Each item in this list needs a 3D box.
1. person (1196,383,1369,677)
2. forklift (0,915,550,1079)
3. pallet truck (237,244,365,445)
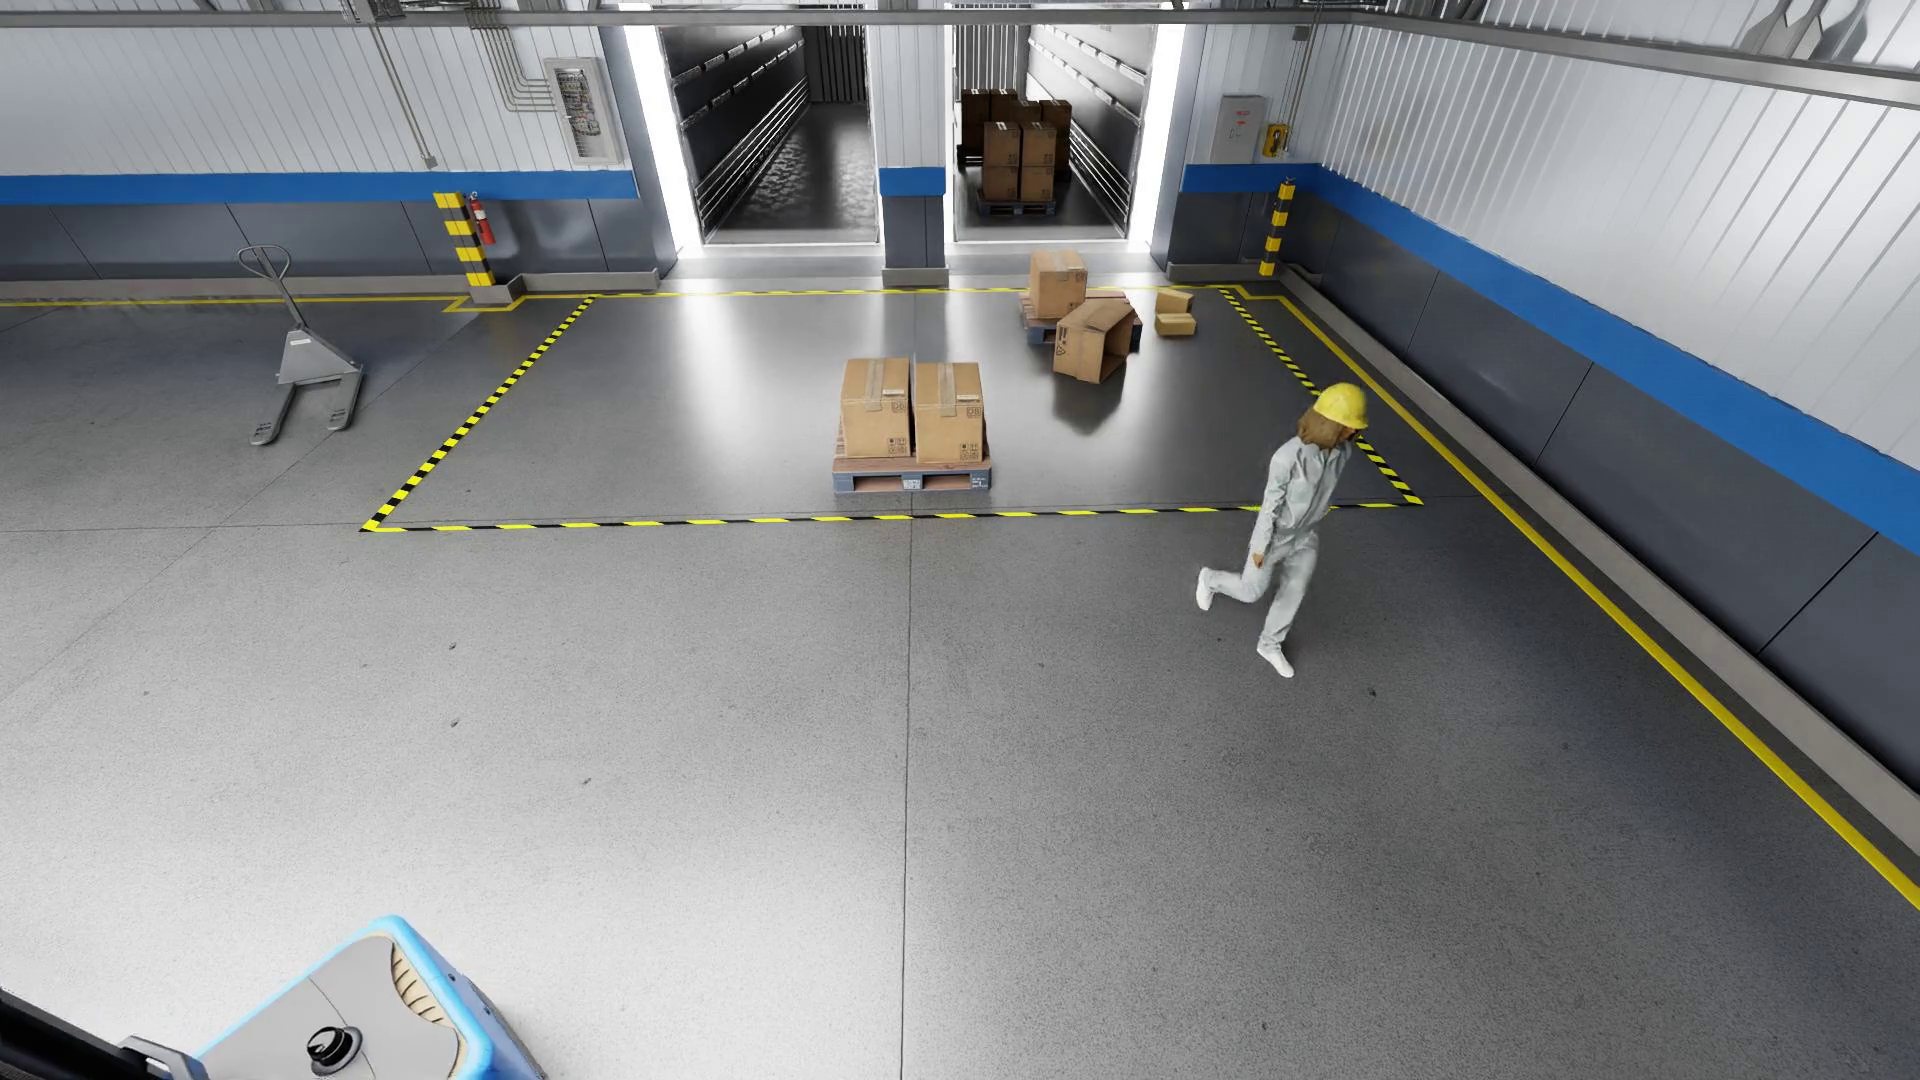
[{"bbox_3d":[1.698,-0.075,3.886,0.481,1.713,0.728,-12,40,-15],"label":"person"},{"bbox_3d":[-1.868,1.357,1.827,0.716,2.013,0.776,25,45,28],"label":"forklift"},{"bbox_3d":[-5.915,-1.733,6.366,0.680,1.201,1.601,-18,42,-21],"label":"pallet truck"}]
